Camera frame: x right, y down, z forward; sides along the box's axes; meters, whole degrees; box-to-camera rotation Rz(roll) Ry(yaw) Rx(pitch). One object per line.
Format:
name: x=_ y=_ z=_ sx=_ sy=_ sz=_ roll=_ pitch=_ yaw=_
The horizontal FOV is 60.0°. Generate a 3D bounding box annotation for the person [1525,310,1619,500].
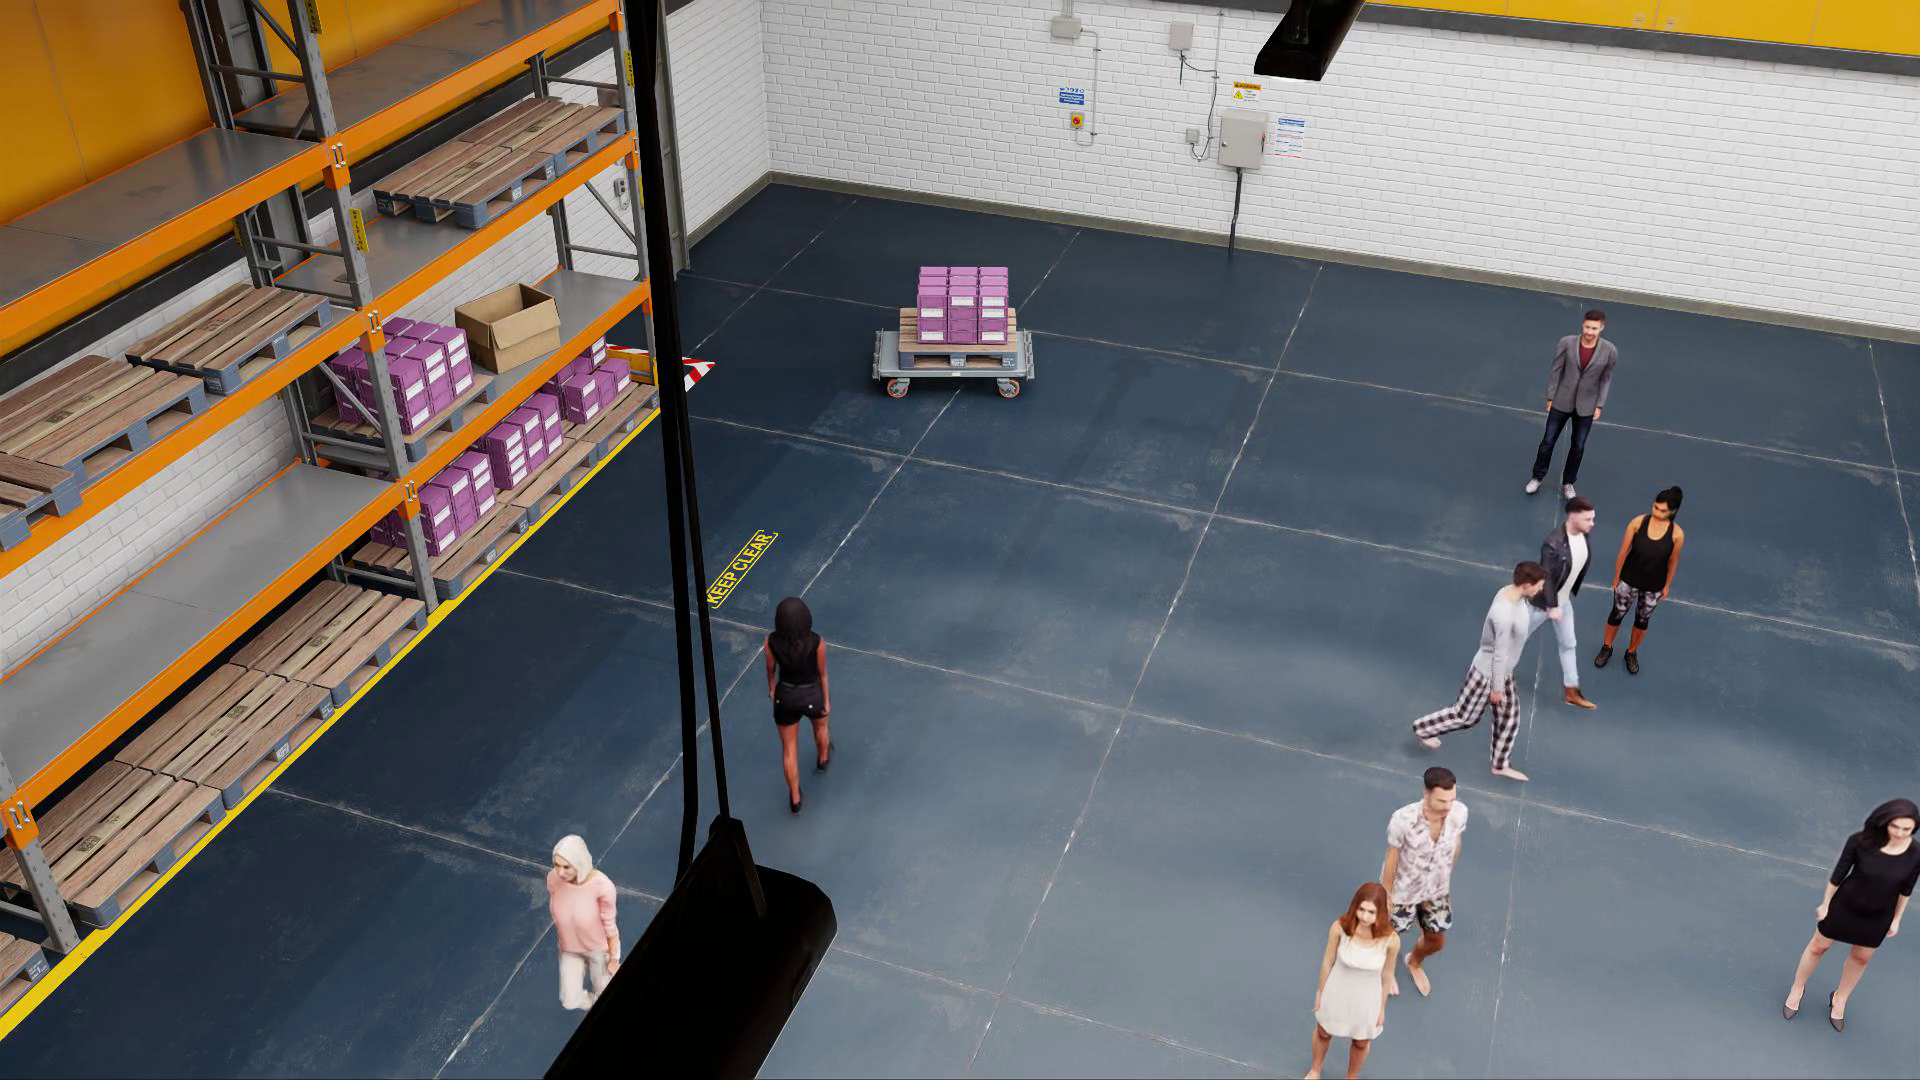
person: x=5.554 y=-1.240 z=15.037 sx=0.672 sy=1.873 sz=0.586 roll=13 pitch=36 yaw=18

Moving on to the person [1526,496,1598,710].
person: x=4.394 y=0.405 z=12.627 sx=1.189 sy=1.801 sz=1.154 roll=-20 pitch=39 yaw=-27

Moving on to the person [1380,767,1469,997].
person: x=2.750 y=2.026 z=10.187 sx=0.790 sy=1.802 sz=0.805 roll=-4 pitch=34 yaw=-6

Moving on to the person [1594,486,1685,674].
person: x=5.307 y=0.288 z=12.923 sx=0.572 sy=1.668 sz=0.503 roll=13 pitch=36 yaw=18

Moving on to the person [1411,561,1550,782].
person: x=3.704 y=0.909 z=11.870 sx=0.880 sy=1.800 sz=1.125 roll=19 pitch=38 yaw=26

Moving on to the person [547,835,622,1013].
person: x=-2.143 y=2.328 z=9.811 sx=0.630 sy=1.716 sz=0.634 roll=7 pitch=34 yaw=11

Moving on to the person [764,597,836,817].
person: x=-1.122 y=1.189 z=11.525 sx=0.784 sy=1.716 sz=1.016 roll=2 pitch=34 yaw=3

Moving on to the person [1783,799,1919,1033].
person: x=5.350 y=2.222 z=9.892 sx=0.580 sy=1.803 sz=0.488 roll=13 pitch=36 yaw=18

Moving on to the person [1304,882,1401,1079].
person: x=2.232 y=2.574 z=9.445 sx=0.552 sy=1.712 sz=0.526 roll=13 pitch=36 yaw=18
